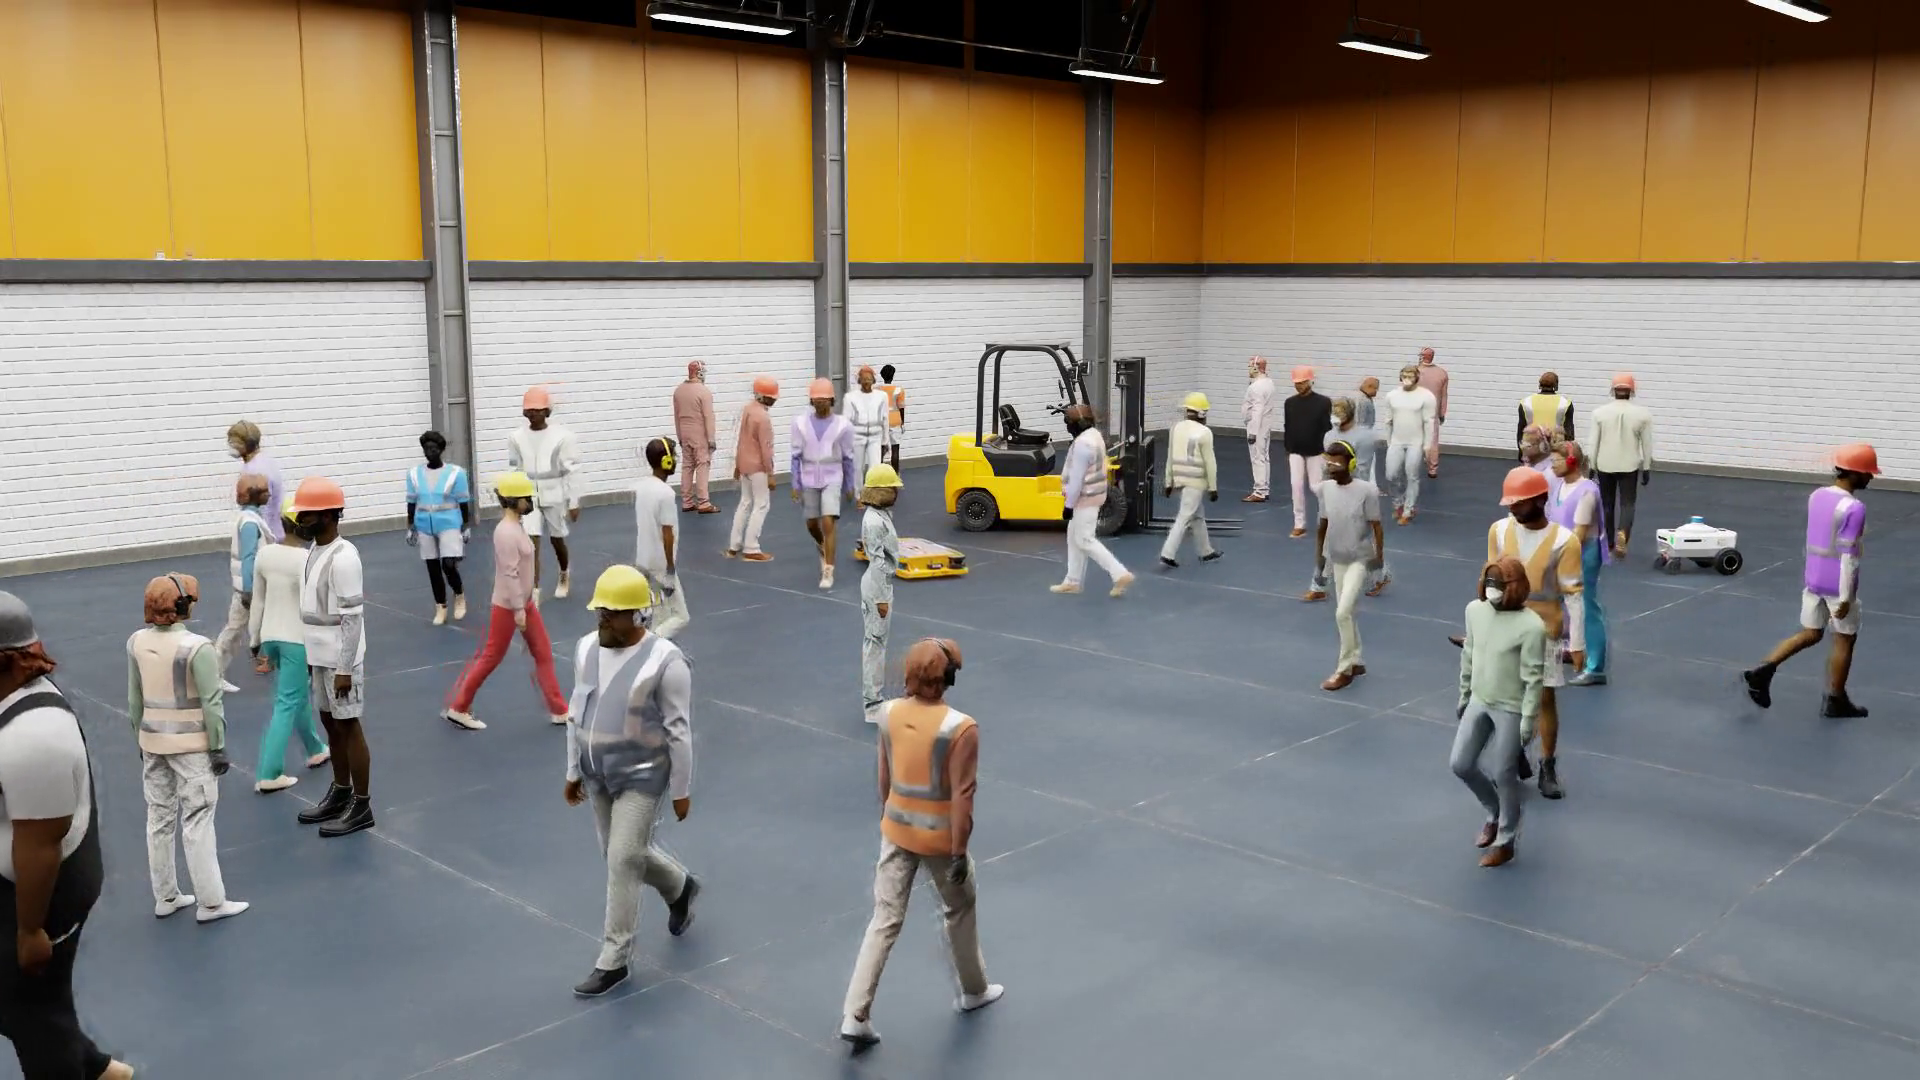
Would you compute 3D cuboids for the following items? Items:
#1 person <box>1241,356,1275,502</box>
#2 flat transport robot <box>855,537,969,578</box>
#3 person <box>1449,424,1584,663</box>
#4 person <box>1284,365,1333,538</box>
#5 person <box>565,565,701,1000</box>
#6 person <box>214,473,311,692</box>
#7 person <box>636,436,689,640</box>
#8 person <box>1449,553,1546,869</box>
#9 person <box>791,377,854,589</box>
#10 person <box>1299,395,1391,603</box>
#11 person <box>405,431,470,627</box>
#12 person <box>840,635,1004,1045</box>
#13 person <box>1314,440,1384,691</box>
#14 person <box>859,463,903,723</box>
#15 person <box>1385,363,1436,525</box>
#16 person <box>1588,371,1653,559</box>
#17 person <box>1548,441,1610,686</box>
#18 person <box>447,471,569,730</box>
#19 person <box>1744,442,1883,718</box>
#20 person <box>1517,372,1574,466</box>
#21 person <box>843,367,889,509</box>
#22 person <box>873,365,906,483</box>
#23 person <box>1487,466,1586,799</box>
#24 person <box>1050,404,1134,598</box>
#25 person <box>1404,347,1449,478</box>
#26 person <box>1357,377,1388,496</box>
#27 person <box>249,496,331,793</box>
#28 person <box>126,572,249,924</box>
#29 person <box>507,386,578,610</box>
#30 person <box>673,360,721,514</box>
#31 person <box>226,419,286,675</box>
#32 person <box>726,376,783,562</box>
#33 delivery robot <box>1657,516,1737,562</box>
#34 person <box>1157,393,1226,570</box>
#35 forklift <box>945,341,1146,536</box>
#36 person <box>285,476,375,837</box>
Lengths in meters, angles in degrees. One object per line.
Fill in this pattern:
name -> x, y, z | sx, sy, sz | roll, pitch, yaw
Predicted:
person -> 3.865, -1.444, 21.690 | 0.402, 1.906, 0.652 | 4, 10, 23
flat transport robot -> -0.508, 0.165, 16.824 | 0.652, 0.197, 1.431 | -4, 10, -24
person -> 4.360, 0.039, 12.776 | 1.013, 1.845, 0.654 | 0, 9, 1
person -> 3.983, -1.013, 18.885 | 0.620, 1.966, 0.650 | 7, 12, 37
person -> -1.397, 0.977, 7.162 | 0.596, 1.809, 0.817 | 6, 11, 33
person -> -5.031, 0.310, 11.909 | 0.888, 1.589, 0.515 | -5, 11, -28
person -> -2.192, 0.190, 11.857 | 0.493, 1.857, 0.522 | -8, 12, -39
person -> 2.713, 0.863, 8.411 | 0.347, 1.616, 0.522 | -6, 11, -31
person -> -1.317, -0.582, 16.104 | 0.604, 2.019, 0.921 | 1, 9, 7
person -> 3.564, -0.380, 15.199 | 0.944, 1.904, 0.630 | -6, 11, -34
person -> -4.425, -0.093, 14.078 | 0.538, 1.679, 0.373 | 1, 9, 4
person -> -0.174, 1.179, 6.568 | 0.529, 1.599, 0.856 | 7, 12, 37
person -> 2.820, 0.172, 12.096 | 0.687, 1.813, 0.557 | -8, 12, -40
person -> -0.523, 0.353, 11.171 | 0.294, 1.744, 0.486 | 0, 9, -3
person -> 5.287, -1.121, 19.653 | 0.634, 1.923, 0.432 | 6, 11, 33
person -> 6.872, -0.770, 17.341 | 0.635, 1.976, 0.758 | 4, 10, 23
person -> 4.319, 0.187, 12.010 | 0.916, 1.792, 0.554 | -1, 9, -8
person -> -2.951, 0.406, 10.916 | 0.924, 1.725, 0.533 | 0, 9, -2
person -> 5.756, 0.283, 11.133 | 0.777, 1.906, 0.553 | -1, 9, -8
person -> 6.836, -1.043, 19.430 | 0.634, 1.842, 0.429 | 4, 10, 25
person -> -1.177, -1.244, 20.705 | 0.602, 1.834, 1.008 | -1, 9, -9
person -> -1.017, -1.631, 23.509 | 0.529, 1.690, 0.321 | 3, 10, 19
person -> 3.277, 0.532, 9.555 | 0.656, 1.911, 0.465 | 7, 12, 37
person -> 1.227, -0.352, 15.319 | 0.736, 1.815, 0.643 | 2, 9, 9
person -> 6.729, -1.843, 24.119 | 0.651, 1.913, 0.410 | -1, 9, -7
person -> 5.371, -1.400, 22.341 | 0.750, 1.600, 0.520 | 3, 10, 17
person -> -3.854, 0.580, 9.801 | 0.544, 1.720, 0.832 | 4, 10, 25
person -> -3.622, 0.966, 7.724 | 0.515, 1.641, 0.314 | 4, 10, 21
person -> -3.726, -0.388, 14.940 | 0.624, 2.009, 0.993 | 0, 9, 1
person -> -3.257, -1.283, 20.701 | 0.650, 1.906, 0.401 | 8, 12, 39
person -> -5.243, 0.051, 12.502 | 0.432, 1.921, 0.637 | -4, 10, -25
person -> -2.141, -0.737, 17.249 | 0.506, 1.945, 0.761 | -5, 11, -29
delivery robot -> 7.361, 0.009, 16.629 | 0.707, 0.478, 0.477 | -1, 9, -4
person -> 2.331, -0.591, 16.853 | 0.913, 1.796, 0.606 | -5, 10, -28
forklift -> 0.977, -1.223, 19.452 | 2.313, 2.155, 1.214 | 2, 9, 11
person -> -3.390, 0.619, 8.945 | 0.356, 1.938, 0.545 | -8, 12, -40
